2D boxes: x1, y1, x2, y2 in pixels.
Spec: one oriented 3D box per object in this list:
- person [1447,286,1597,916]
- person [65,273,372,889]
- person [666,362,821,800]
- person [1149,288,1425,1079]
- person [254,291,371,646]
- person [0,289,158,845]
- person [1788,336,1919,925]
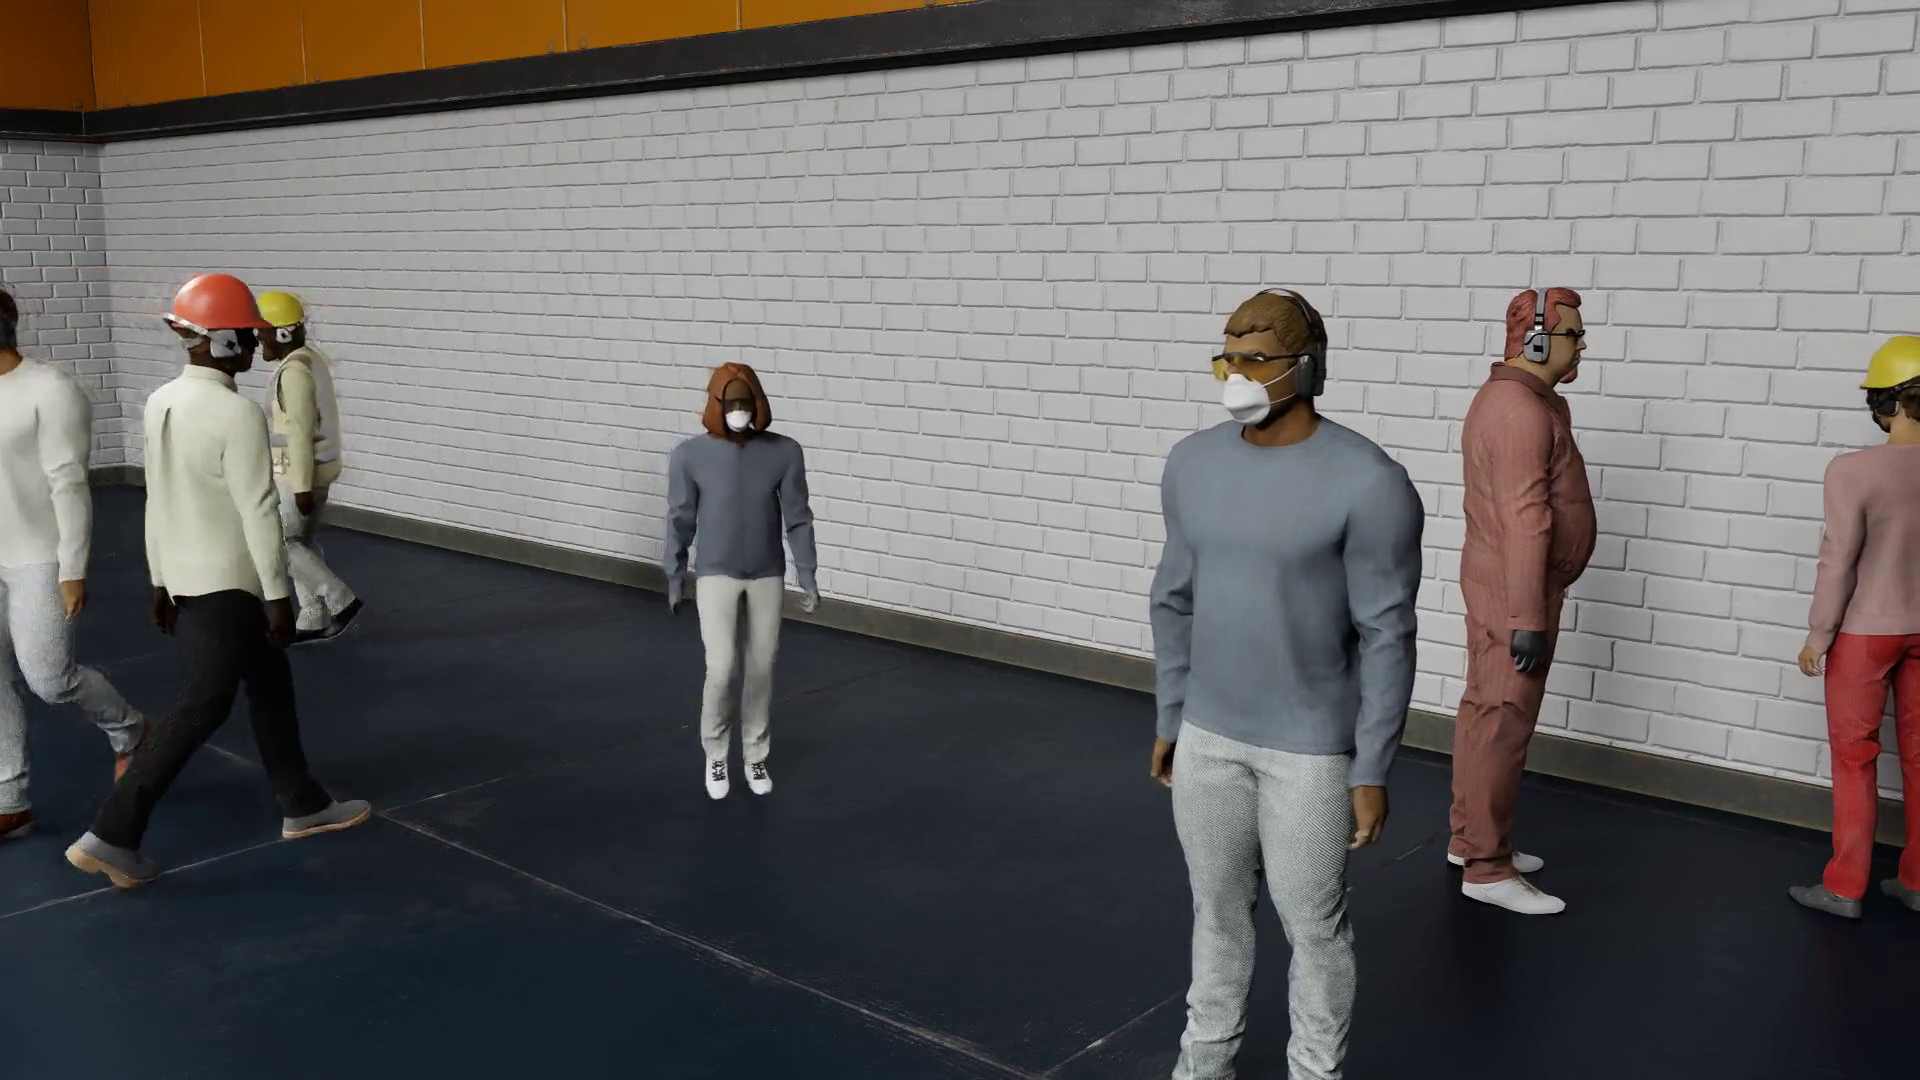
[{"bbox_3d":[1.747,0.177,5.154,0.401,1.907,0.648,2,10,11],"label":"person"},{"bbox_3d":[-2.442,0.125,5.354,0.619,1.957,0.995,9,13,42],"label":"person"},{"bbox_3d":[-0.797,0.158,6.079,0.515,1.614,0.421,-4,11,-21],"label":"person"},{"bbox_3d":[0.670,0.435,3.596,0.629,1.940,0.378,10,14,44],"label":"person"},{"bbox_3d":[-3.321,-0.339,8.378,0.426,1.815,0.590,-2,10,-13],"label":"person"},{"bbox_3d":[-3.199,0.071,5.731,0.636,1.920,0.683,3,10,15],"label":"person"},{"bbox_3d":[2.780,0.275,5.003,0.535,1.766,0.321,-1,10,-8],"label":"person"}]
